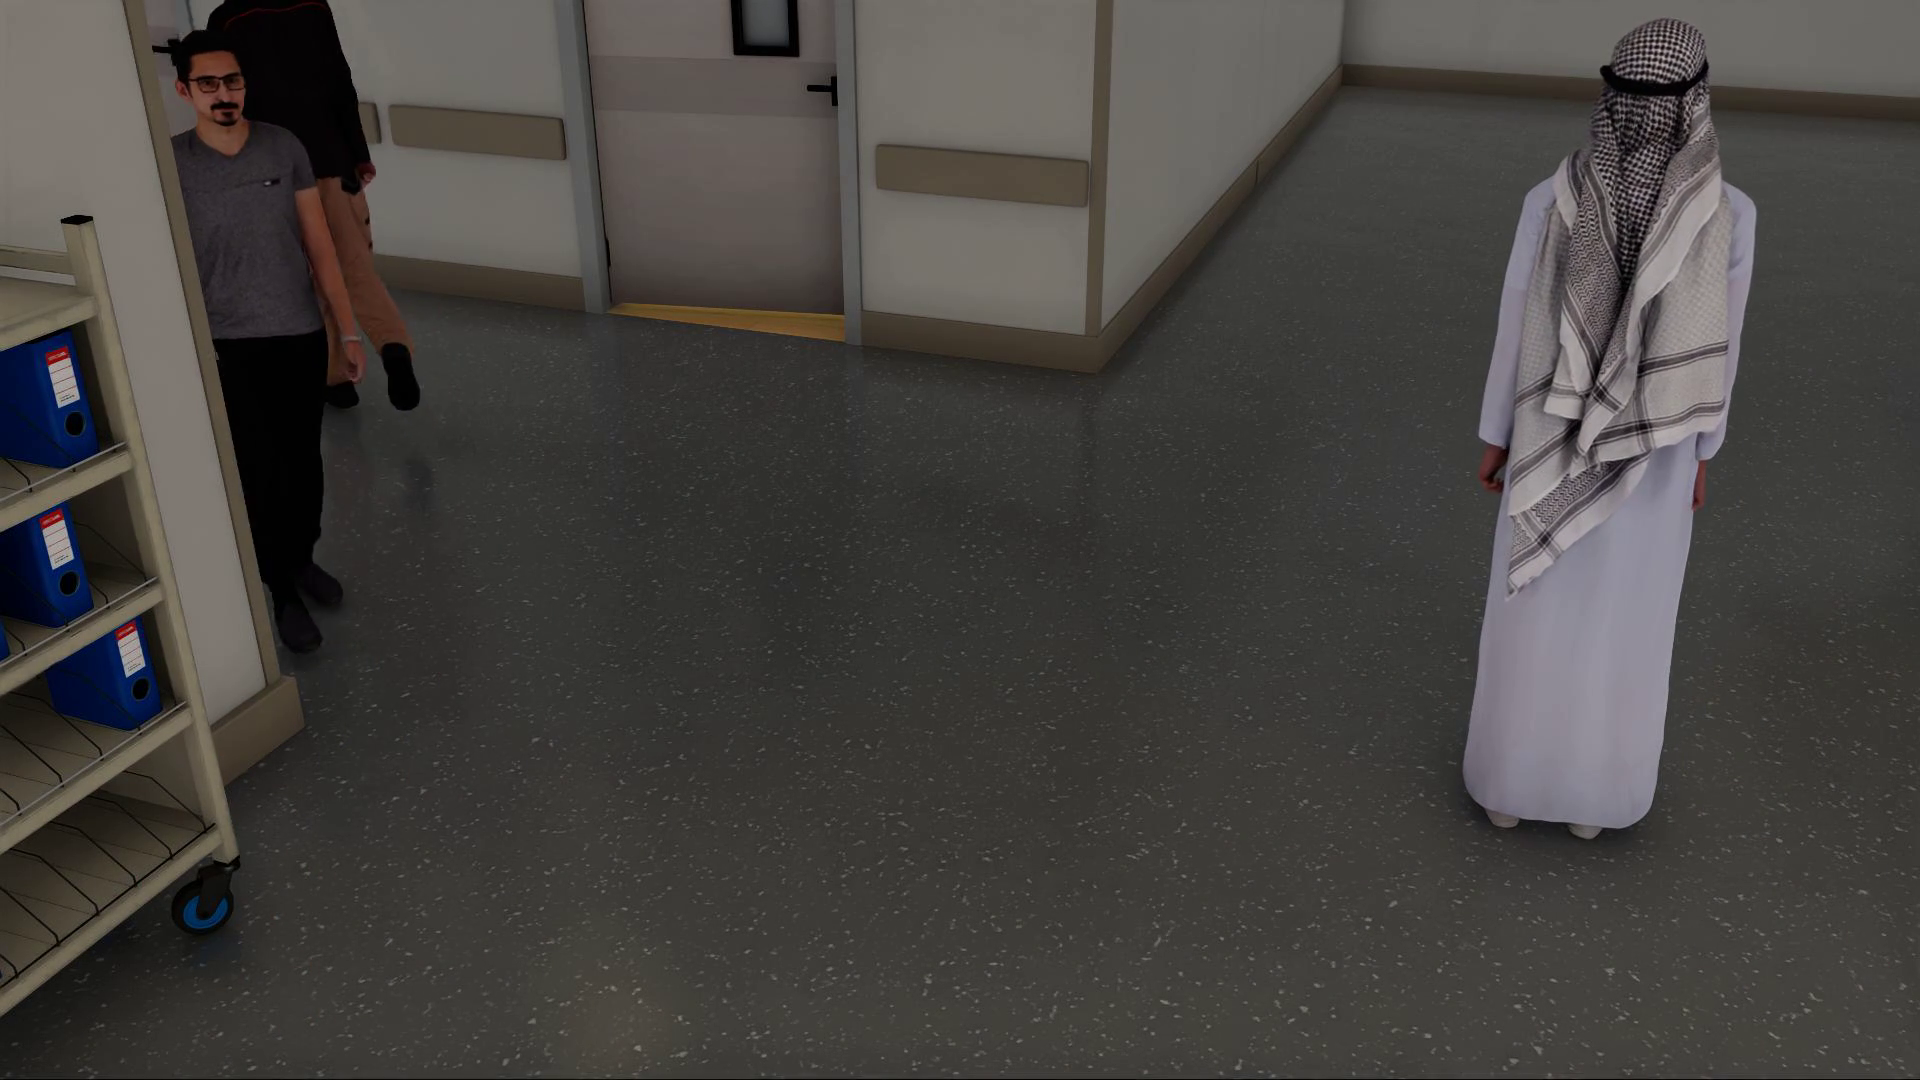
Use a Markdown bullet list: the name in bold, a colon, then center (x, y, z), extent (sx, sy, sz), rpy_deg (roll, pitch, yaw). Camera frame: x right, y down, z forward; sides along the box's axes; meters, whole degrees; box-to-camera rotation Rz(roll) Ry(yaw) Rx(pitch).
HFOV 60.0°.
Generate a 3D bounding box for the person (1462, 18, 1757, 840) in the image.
- **person**: center (1.461, -0.189, 3.796), extent (0.685, 1.931, 0.616), rpy_deg (8, 27, 17)

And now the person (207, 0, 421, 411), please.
- **person**: center (-2.409, -1.332, 6.200), extent (1.097, 1.901, 1.032), rpy_deg (-22, 33, -38)

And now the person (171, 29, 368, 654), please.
- **person**: center (-2.075, -0.601, 4.876), extent (0.873, 1.734, 0.871), rpy_deg (-23, 34, -39)
